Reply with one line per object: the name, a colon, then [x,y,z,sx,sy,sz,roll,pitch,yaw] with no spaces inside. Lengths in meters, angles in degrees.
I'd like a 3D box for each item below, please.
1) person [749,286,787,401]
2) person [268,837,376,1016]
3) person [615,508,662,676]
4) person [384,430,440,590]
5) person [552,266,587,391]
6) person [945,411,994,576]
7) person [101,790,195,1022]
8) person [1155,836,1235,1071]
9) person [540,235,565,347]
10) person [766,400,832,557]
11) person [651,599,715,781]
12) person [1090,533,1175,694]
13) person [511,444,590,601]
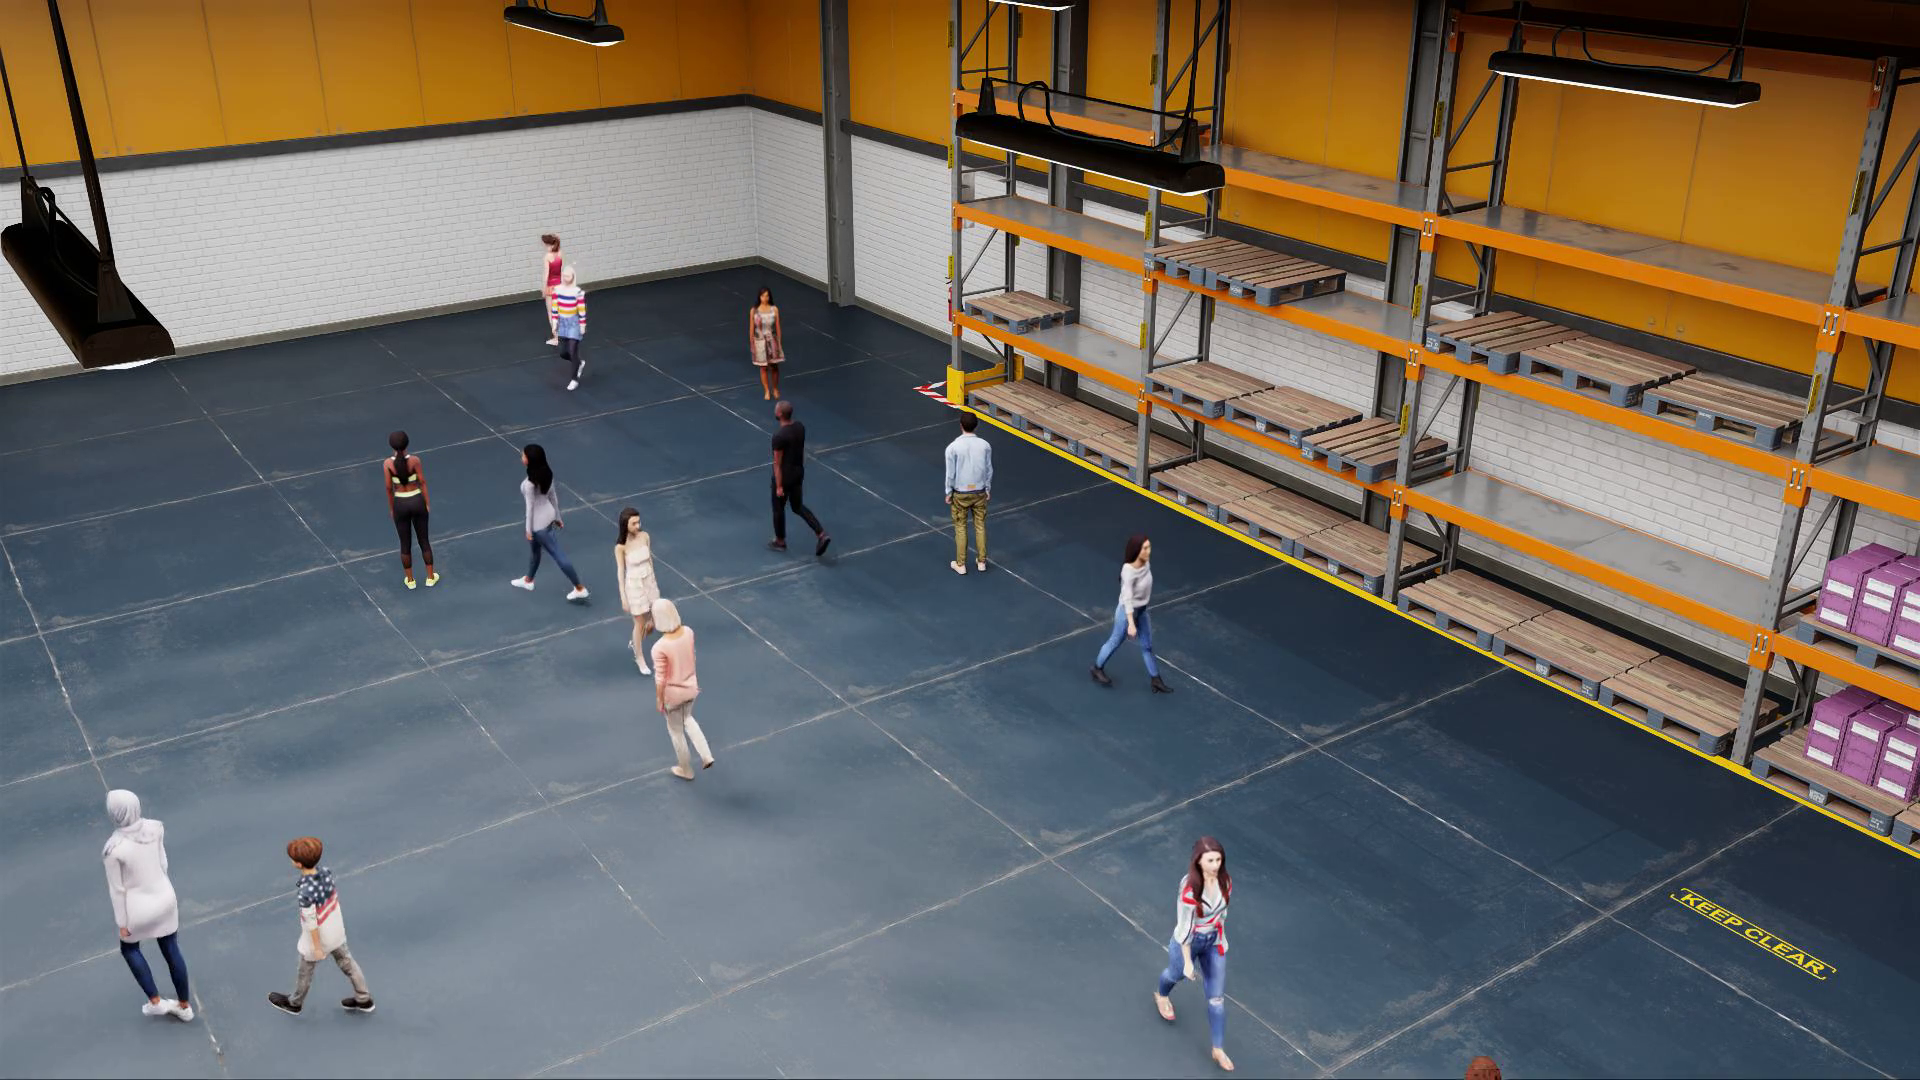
person: [-2.735,-2.785,23.361,0.758,1.634,0.781,-3,24,-6]
person: [-4.247,2.640,11.237,0.959,1.403,0.882,4,24,9]
person: [-3.105,0.473,15.796,0.718,1.723,0.665,19,30,36]
person: [-5.818,-0.325,17.582,0.616,1.755,0.607,-7,25,-16]
person: [-5.541,-3.064,23.800,0.920,1.793,0.969,6,24,14]
person: [0.091,-0.515,17.949,0.739,1.810,0.671,-8,25,-17]
person: [-5.385,2.490,11.130,0.718,1.765,0.700,16,28,32]
person: [1.525,2.640,11.027,0.775,1.573,1.155,-9,25,-21]
person: [-6.278,-3.904,25.794,0.691,1.736,0.650,-17,29,-34]
person: [-1.805,-0.639,18.253,1.212,1.793,0.931,15,28,31]
person: [-2.305,1.295,13.936,0.776,1.707,0.725,20,30,37]
person: [1.519,0.686,15.479,1.159,1.586,0.898,15,28,30]
person: [-4.231,-0.137,17.238,1.245,1.686,1.104,7,24,15]
